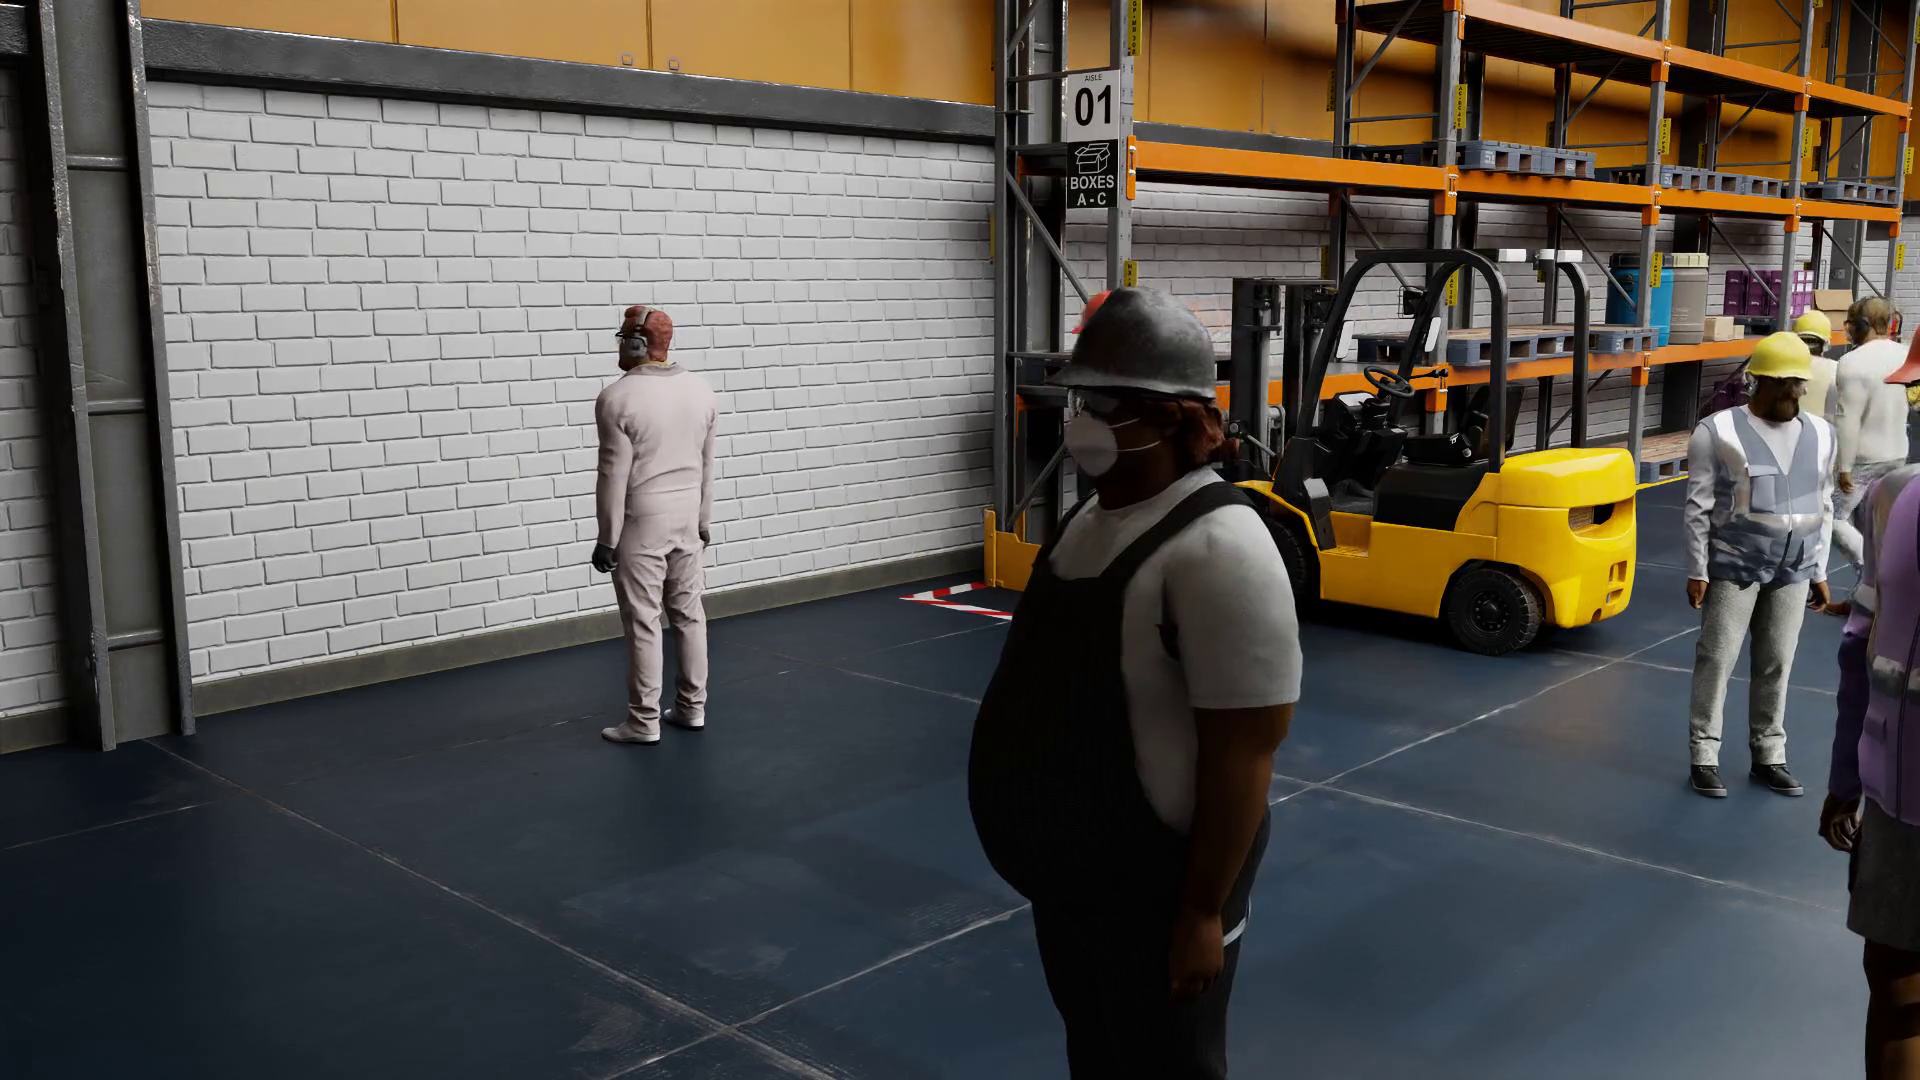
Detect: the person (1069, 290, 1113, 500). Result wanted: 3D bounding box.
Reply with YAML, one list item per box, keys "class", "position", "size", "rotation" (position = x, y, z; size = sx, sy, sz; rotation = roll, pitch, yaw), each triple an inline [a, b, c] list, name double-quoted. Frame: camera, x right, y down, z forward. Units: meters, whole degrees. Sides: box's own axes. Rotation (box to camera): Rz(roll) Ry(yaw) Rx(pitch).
- class: "person"
  position: [0.686, -0.047, 6.971]
  size: [0.539, 1.983, 0.634]
  rotation: [1, 9, 4]

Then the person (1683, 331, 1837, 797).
- class: "person"
  position: [3.140, 0.101, 6.532]
  size: [0.589, 1.832, 0.404]
  rotation: [0, 9, -3]

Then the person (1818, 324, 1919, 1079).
- class: "person"
  position: [1.972, 0.518, 3.325]
  size: [0.374, 2.042, 0.615]
  rotation: [-3, 10, -16]

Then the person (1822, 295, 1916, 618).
- class: "person"
  position: [5.294, -0.453, 9.663]
  size: [0.624, 1.919, 0.485]
  rotation: [-4, 10, -22]

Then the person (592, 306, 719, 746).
- class: "person"
  position: [-1.353, -0.063, 7.295]
  size: [0.409, 1.912, 0.649]
  rotation: [7, 12, 37]

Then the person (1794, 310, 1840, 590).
- class: "person"
  position: [5.307, -0.536, 10.488]
  size: [0.598, 1.816, 0.585]
  rotation: [6, 11, 32]

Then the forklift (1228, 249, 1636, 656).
- class: "forklift"
  position: [2.710, -0.584, 9.626]
  size: [2.313, 2.155, 1.214]
  rotation: [9, 13, 43]
